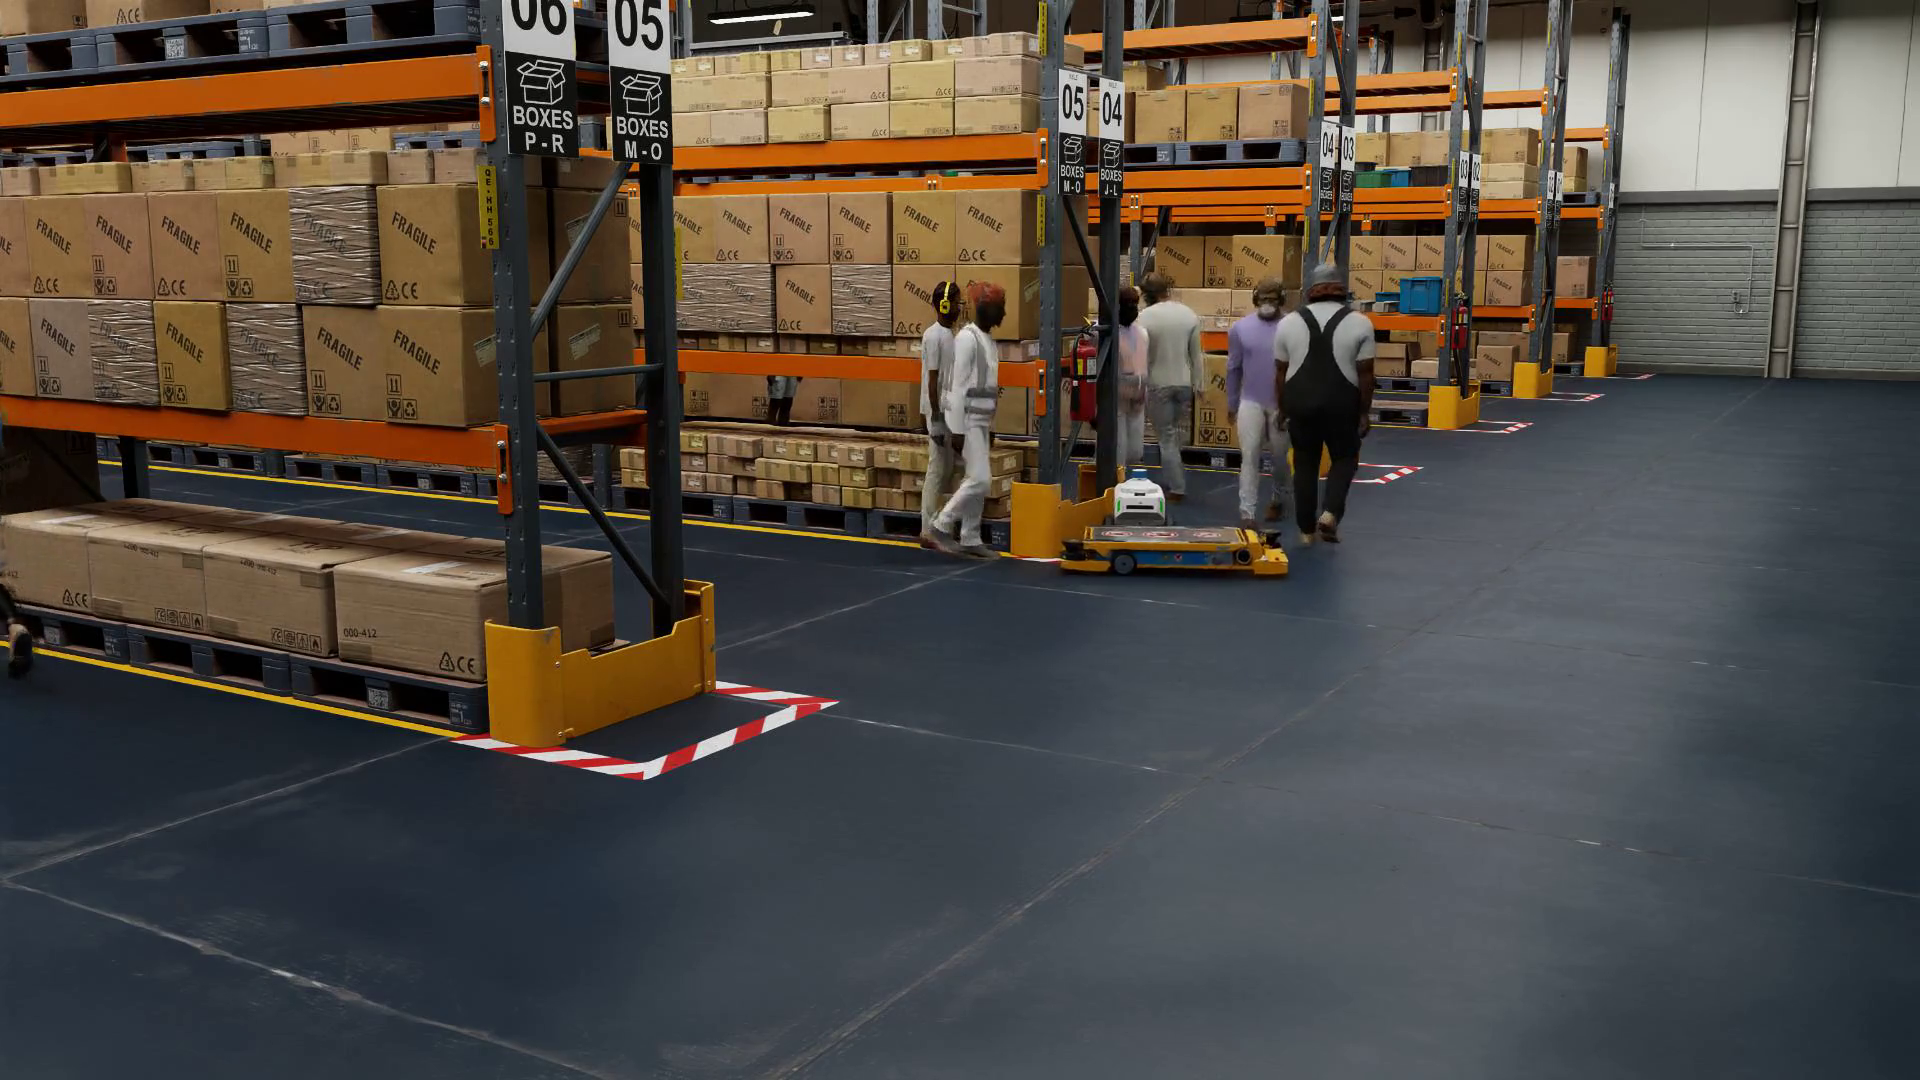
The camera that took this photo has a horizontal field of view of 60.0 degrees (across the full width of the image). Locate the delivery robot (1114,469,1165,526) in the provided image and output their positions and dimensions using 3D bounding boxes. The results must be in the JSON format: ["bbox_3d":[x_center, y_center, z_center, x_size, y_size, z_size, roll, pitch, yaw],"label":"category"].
[{"bbox_3d":[1.237,-0.248,11.504,0.477,0.478,0.707,1,10,5],"label":"delivery robot"}]

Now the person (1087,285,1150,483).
[{"bbox_3d":[1.159,-1.034,12.683,0.648,1.820,0.660,-8,13,-41],"label":"person"}]

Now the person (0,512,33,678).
[{"bbox_3d":[-4.713,-0.132,7.801,0.697,1.679,0.538,6,12,32],"label":"person"}]

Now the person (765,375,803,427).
[{"bbox_3d":[-1.720,-1.717,16.350,0.376,1.934,0.547,5,11,27],"label":"person"}]

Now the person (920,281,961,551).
[{"bbox_3d":[-0.104,-0.851,11.507,0.333,1.860,0.510,2,10,13],"label":"person"}]

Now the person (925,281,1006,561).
[{"bbox_3d":[0.074,-0.763,10.941,0.464,1.867,0.612,3,10,16],"label":"person"}]

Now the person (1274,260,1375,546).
[{"bbox_3d":[2.535,-0.952,11.558,0.707,2.000,0.592,5,11,28],"label":"person"}]

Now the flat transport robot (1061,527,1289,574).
[{"bbox_3d":[1.385,0.056,10.830,1.431,0.197,0.652,1,10,5],"label":"flat transport robot"}]

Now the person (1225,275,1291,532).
[{"bbox_3d":[2.285,-1.013,12.378,0.633,1.908,0.897,2,10,14],"label":"person"}]

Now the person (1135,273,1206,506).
[{"bbox_3d":[1.617,-1.242,13.701,0.663,1.890,0.778,-6,11,-30],"label":"person"}]
